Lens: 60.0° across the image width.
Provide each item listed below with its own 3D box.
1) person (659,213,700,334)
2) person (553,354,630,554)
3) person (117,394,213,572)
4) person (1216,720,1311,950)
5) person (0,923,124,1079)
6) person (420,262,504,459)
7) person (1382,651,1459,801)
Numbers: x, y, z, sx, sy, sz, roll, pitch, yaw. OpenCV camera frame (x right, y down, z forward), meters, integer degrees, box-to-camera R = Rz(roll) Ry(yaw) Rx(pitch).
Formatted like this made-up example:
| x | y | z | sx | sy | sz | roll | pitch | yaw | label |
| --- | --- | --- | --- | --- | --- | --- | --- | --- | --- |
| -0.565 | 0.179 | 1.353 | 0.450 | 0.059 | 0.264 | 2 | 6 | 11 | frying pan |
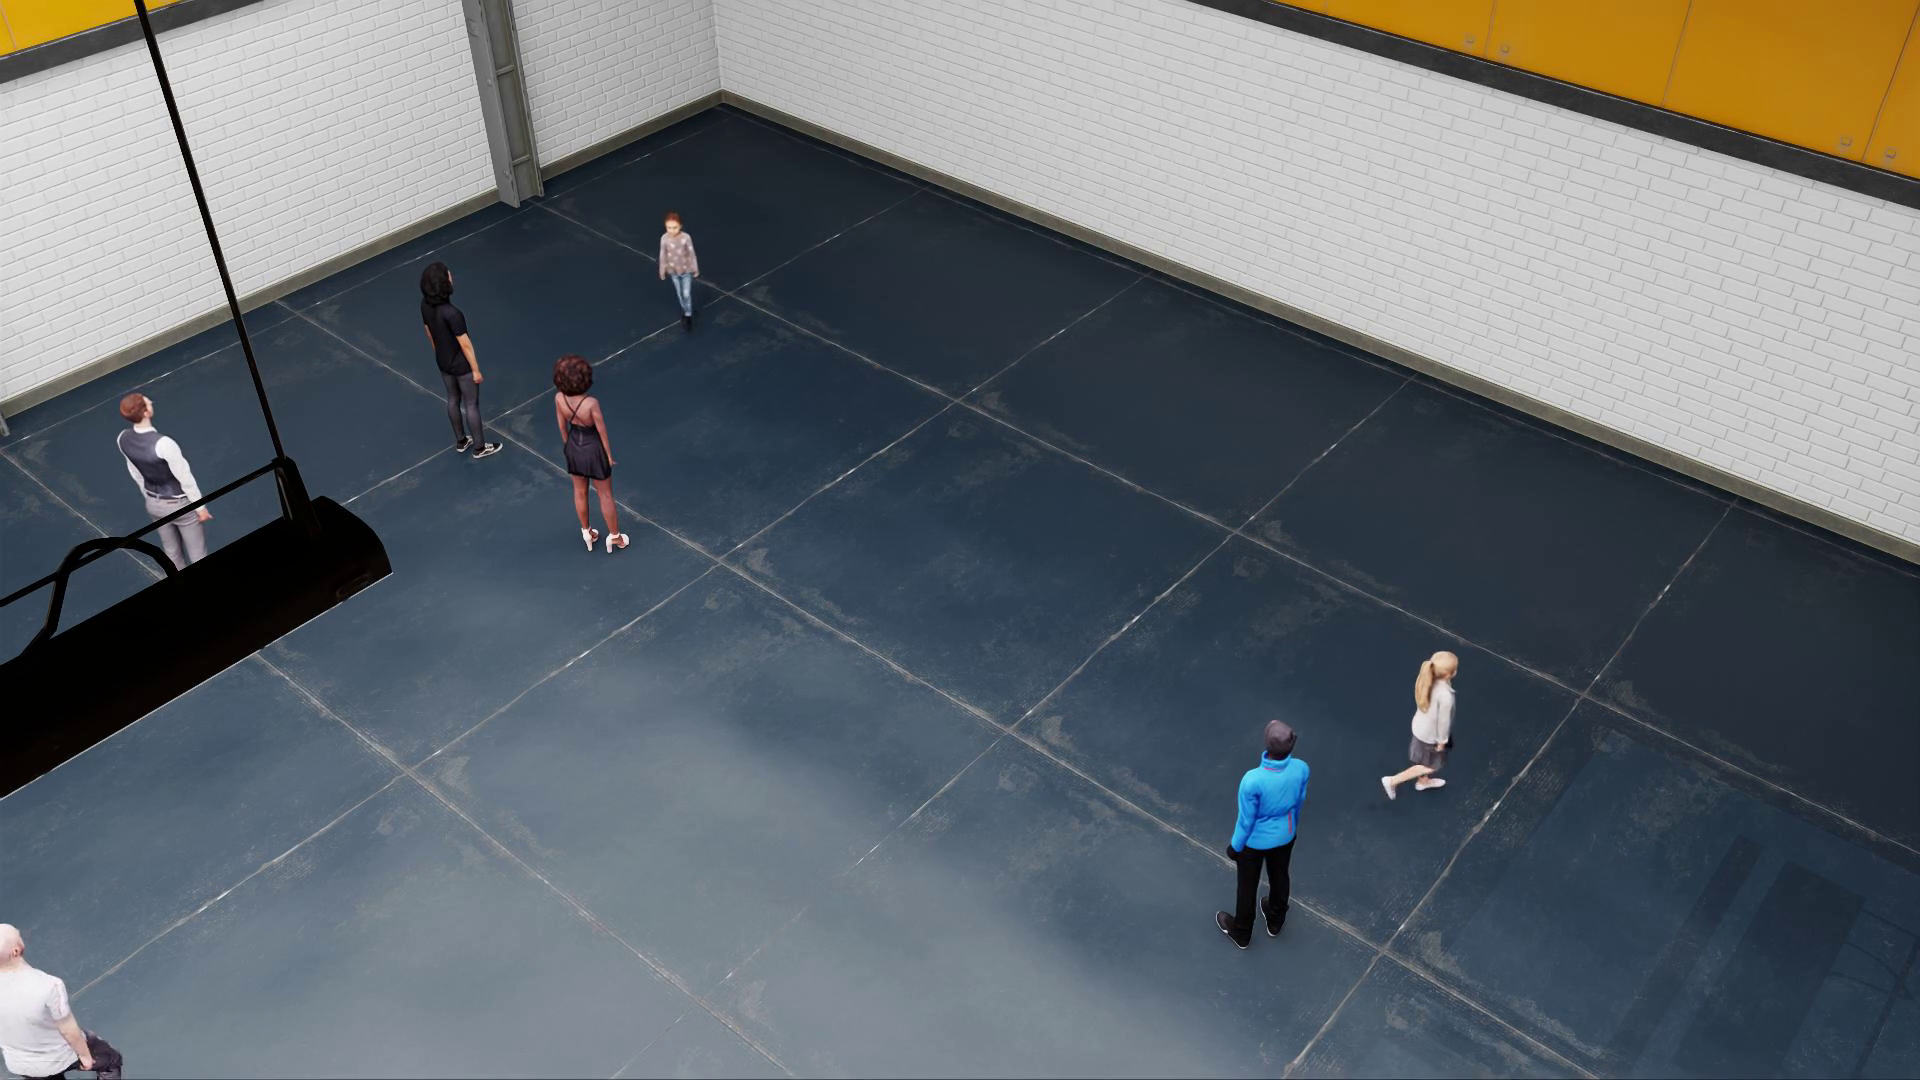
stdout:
| x | y | z | sx | sy | sz | roll | pitch | yaw | label |
| --- | --- | --- | --- | --- | --- | --- | --- | --- | --- |
| -2.673 | -2.629 | 15.945 | 0.694 | 1.182 | 0.776 | 3 | 39 | 4 | person |
| -2.912 | -0.655 | 12.988 | 0.645 | 1.789 | 0.651 | 11 | 40 | 14 | person |
| -5.873 | -0.274 | 12.391 | 0.734 | 1.937 | 0.705 | 11 | 40 | 14 | person |
| 1.834 | 1.770 | 9.948 | 0.622 | 1.793 | 0.743 | -15 | 41 | -18 | person |
| -4.833 | 2.738 | 8.713 | 0.810 | 1.820 | 0.849 | 2 | 39 | 3 | person |
| -4.266 | -1.517 | 14.029 | 0.652 | 1.836 | 0.565 | 22 | 44 | 26 | person |
| 3.085 | 1.251 | 11.021 | 0.821 | 1.265 | 0.748 | -6 | 39 | -7 | person |
